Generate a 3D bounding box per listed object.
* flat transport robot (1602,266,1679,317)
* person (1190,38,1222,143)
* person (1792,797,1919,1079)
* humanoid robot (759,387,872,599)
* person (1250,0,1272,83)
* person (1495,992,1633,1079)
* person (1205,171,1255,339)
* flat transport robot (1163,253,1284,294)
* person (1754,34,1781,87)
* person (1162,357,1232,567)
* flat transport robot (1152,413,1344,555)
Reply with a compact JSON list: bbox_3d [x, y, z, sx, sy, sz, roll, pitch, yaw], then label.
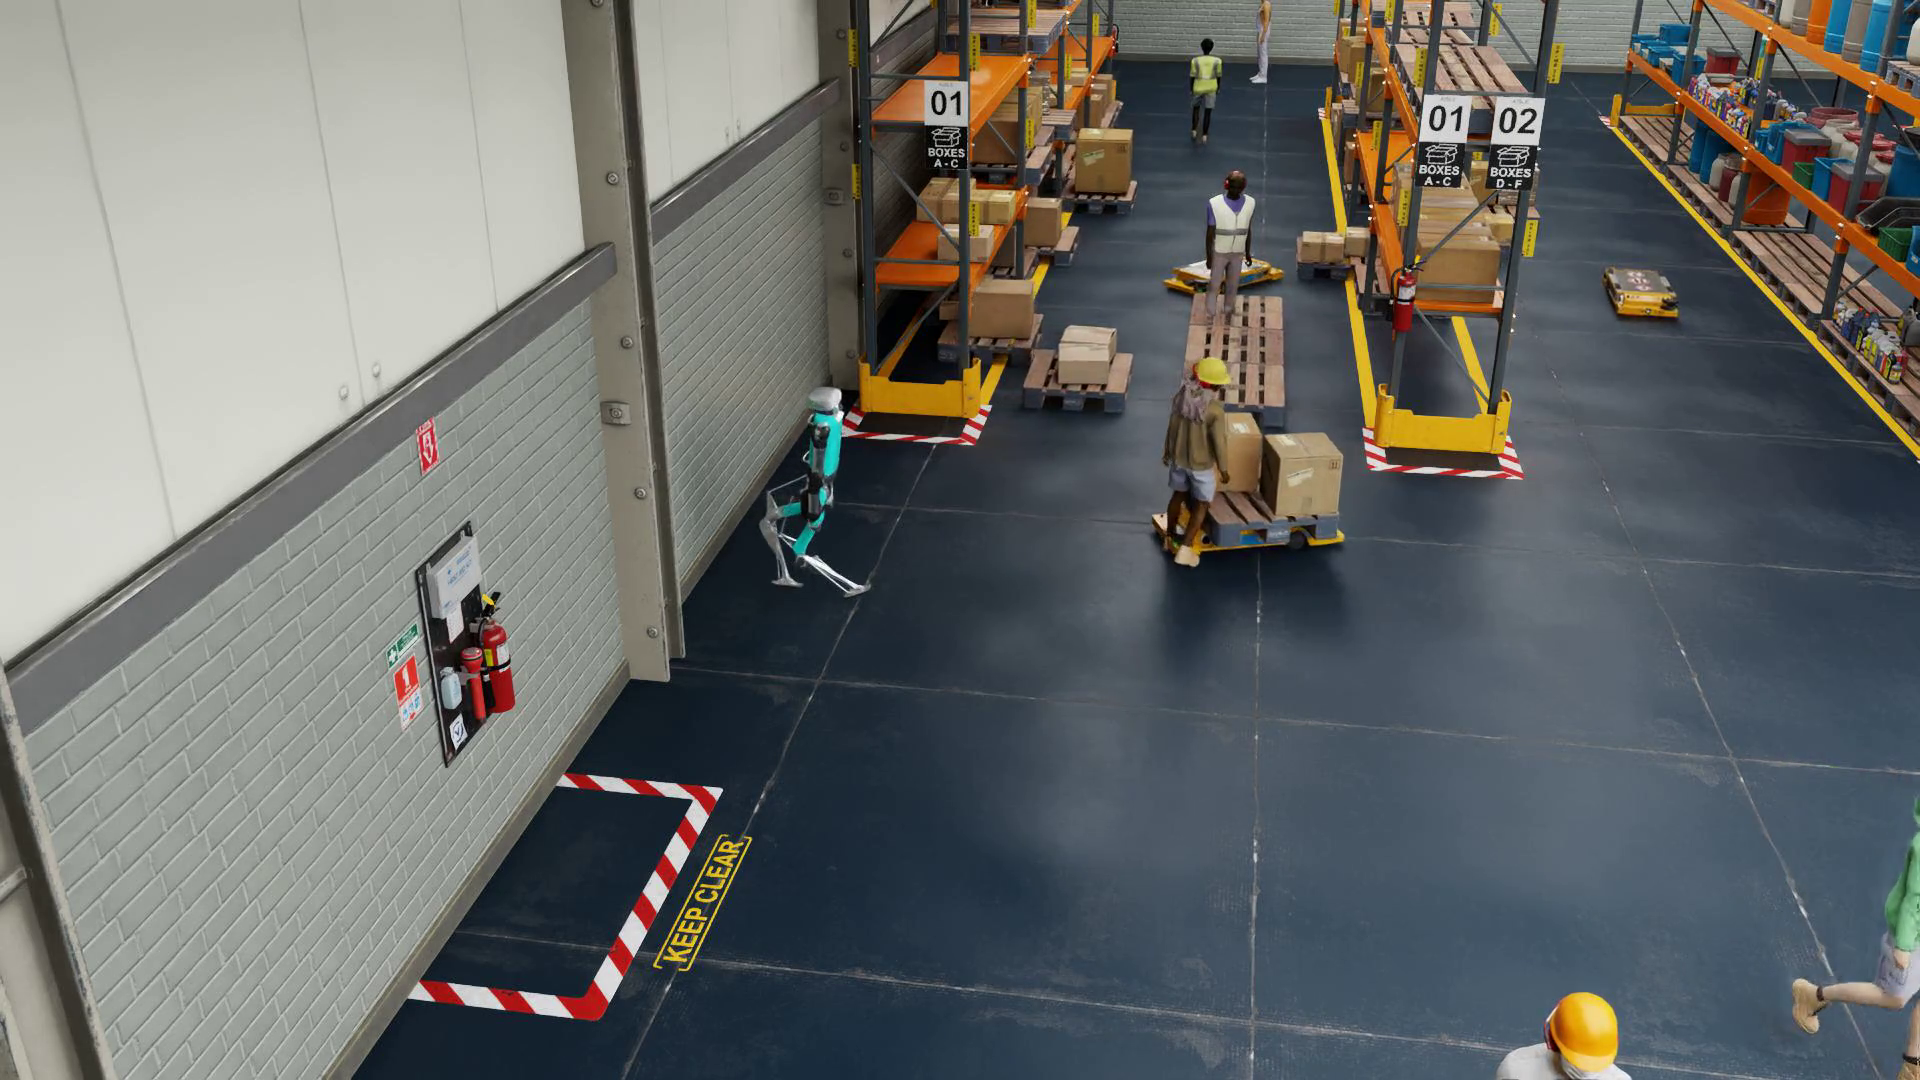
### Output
[{"bbox_3d":[8.021,-2.935,19.639,0.659,0.231,1.431,5,26,11],"label":"flat transport robot"},{"bbox_3d":[4.092,-7.518,27.774,0.533,1.675,0.689,4,25,8],"label":"person"},{"bbox_3d":[4.446,1.797,7.786,0.483,1.714,0.716,-15,29,-29],"label":"person"},{"bbox_3d":[-1.160,-0.314,12.287,1.025,1.730,0.563,4,25,8],"label":"humanoid robot"},{"bbox_3d":[5.936,-10.007,32.893,0.389,1.862,0.522,2,25,4],"label":"person"},{"bbox_3d":[2.191,2.446,6.214,0.569,1.889,0.389,8,26,17],"label":"person"},{"bbox_3d":[2.931,-3.134,18.214,0.563,1.837,0.390,-9,26,-18],"label":"person"},{"bbox_3d":[3.223,-3.229,20.269,1.431,0.231,0.659,-18,31,-34],"label":"flat transport robot"},{"bbox_3d":[15.781,-9.737,32.437,0.318,1.761,0.521,-19,31,-35],"label":"person"},{"bbox_3d":[1.804,-0.621,12.972,0.603,1.726,0.546,22,33,39],"label":"person"},{"bbox_3d":[2.355,-0.132,13.639,1.431,0.231,0.659,-4,25,-9],"label":"flat transport robot"}]
